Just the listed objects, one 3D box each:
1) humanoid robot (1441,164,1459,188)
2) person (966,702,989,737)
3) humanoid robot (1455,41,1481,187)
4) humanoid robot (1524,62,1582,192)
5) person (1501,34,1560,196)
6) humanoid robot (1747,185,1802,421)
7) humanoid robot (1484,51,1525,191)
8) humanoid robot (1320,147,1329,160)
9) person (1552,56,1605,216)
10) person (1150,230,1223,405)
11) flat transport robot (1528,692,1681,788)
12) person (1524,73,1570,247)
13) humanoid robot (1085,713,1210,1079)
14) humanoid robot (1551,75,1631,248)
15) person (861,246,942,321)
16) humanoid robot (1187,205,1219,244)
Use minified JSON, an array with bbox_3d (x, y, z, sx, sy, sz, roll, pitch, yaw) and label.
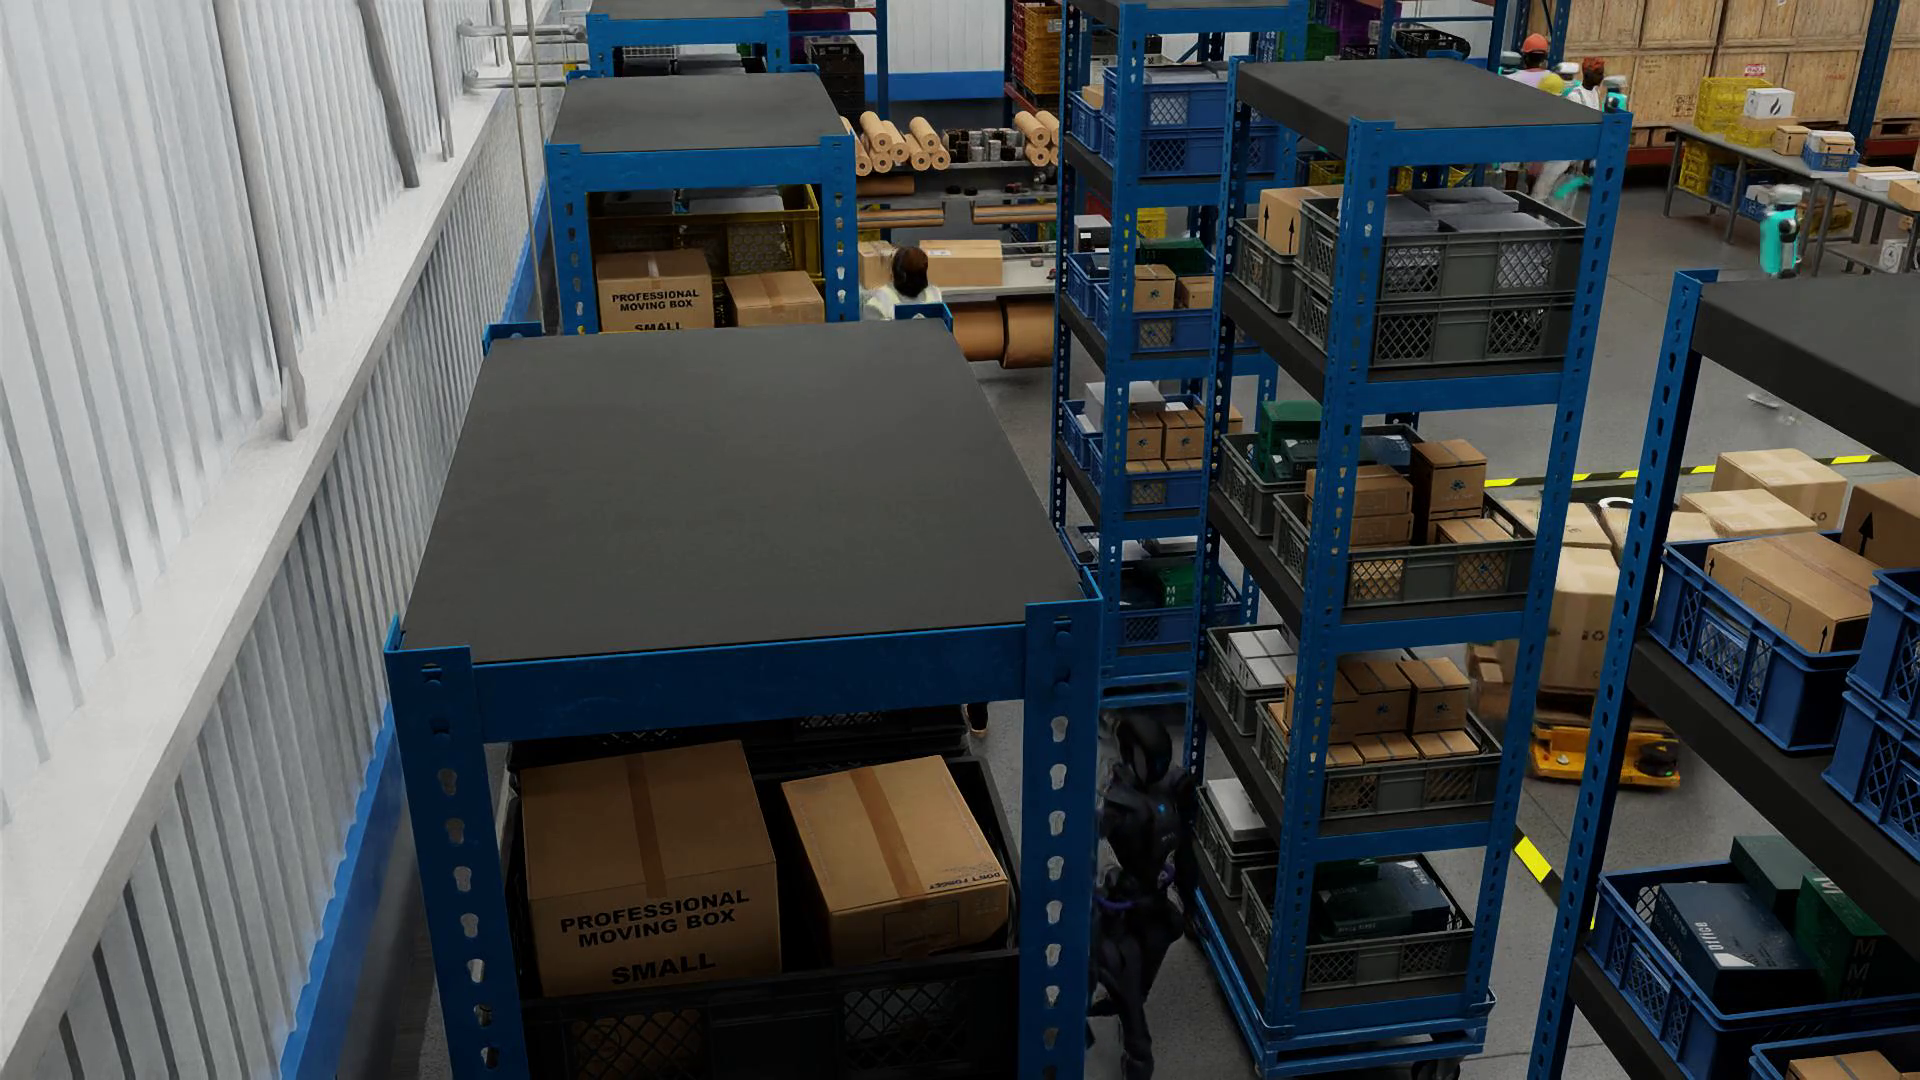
[{"bbox_3d":[5.270,-4.226,17.791,0.306,1.653,0.614,21,32,38],"label":"humanoid robot"},{"bbox_3d":[-0.066,0.082,8.092,0.612,1.962,0.361,-6,25,-13],"label":"person"},{"bbox_3d":[5.762,-4.954,19.364,0.599,1.657,0.315,9,26,19],"label":"humanoid robot"},{"bbox_3d":[6.242,-4.124,17.581,0.544,1.864,0.638,3,25,5],"label":"humanoid robot"},{"bbox_3d":[5.871,-4.219,17.349,0.607,2.044,0.392,-4,25,-8],"label":"person"},{"bbox_3d":[6.197,-1.738,12.305,0.773,1.751,0.551,2,25,5],"label":"humanoid robot"},{"bbox_3d":[5.906,-4.345,18.014,0.558,1.781,0.888,-4,25,-8],"label":"humanoid robot"},{"bbox_3d":[4.292,-4.672,18.624,0.742,1.716,0.530,19,31,35],"label":"humanoid robot"},{"bbox_3d":[6.322,-3.990,17.055,0.339,1.874,0.573,20,32,37],"label":"person"},{"bbox_3d":[1.474,-1.099,10.796,0.587,1.849,0.389,-3,25,-6],"label":"person"},{"bbox_3d":[3.206,0.788,8.552,0.652,0.197,1.431,4,25,8],"label":"flat transport robot"},{"bbox_3d":[5.846,-3.736,16.586,0.472,1.800,0.648,10,27,21],"label":"person"},{"bbox_3d":[0.573,1.306,5.828,0.610,1.649,0.732,-20,31,-36],"label":"humanoid robot"},{"bbox_3d":[6.239,-3.790,16.779,0.778,1.780,0.581,14,28,28],"label":"humanoid robot"},{"bbox_3d":[-0.378,-1.024,10.683,0.772,1.816,0.631,23,33,40],"label":"person"},{"bbox_3d":[2.579,-3.942,17.212,0.616,1.635,0.677,-2,25,-4],"label":"humanoid robot"}]
